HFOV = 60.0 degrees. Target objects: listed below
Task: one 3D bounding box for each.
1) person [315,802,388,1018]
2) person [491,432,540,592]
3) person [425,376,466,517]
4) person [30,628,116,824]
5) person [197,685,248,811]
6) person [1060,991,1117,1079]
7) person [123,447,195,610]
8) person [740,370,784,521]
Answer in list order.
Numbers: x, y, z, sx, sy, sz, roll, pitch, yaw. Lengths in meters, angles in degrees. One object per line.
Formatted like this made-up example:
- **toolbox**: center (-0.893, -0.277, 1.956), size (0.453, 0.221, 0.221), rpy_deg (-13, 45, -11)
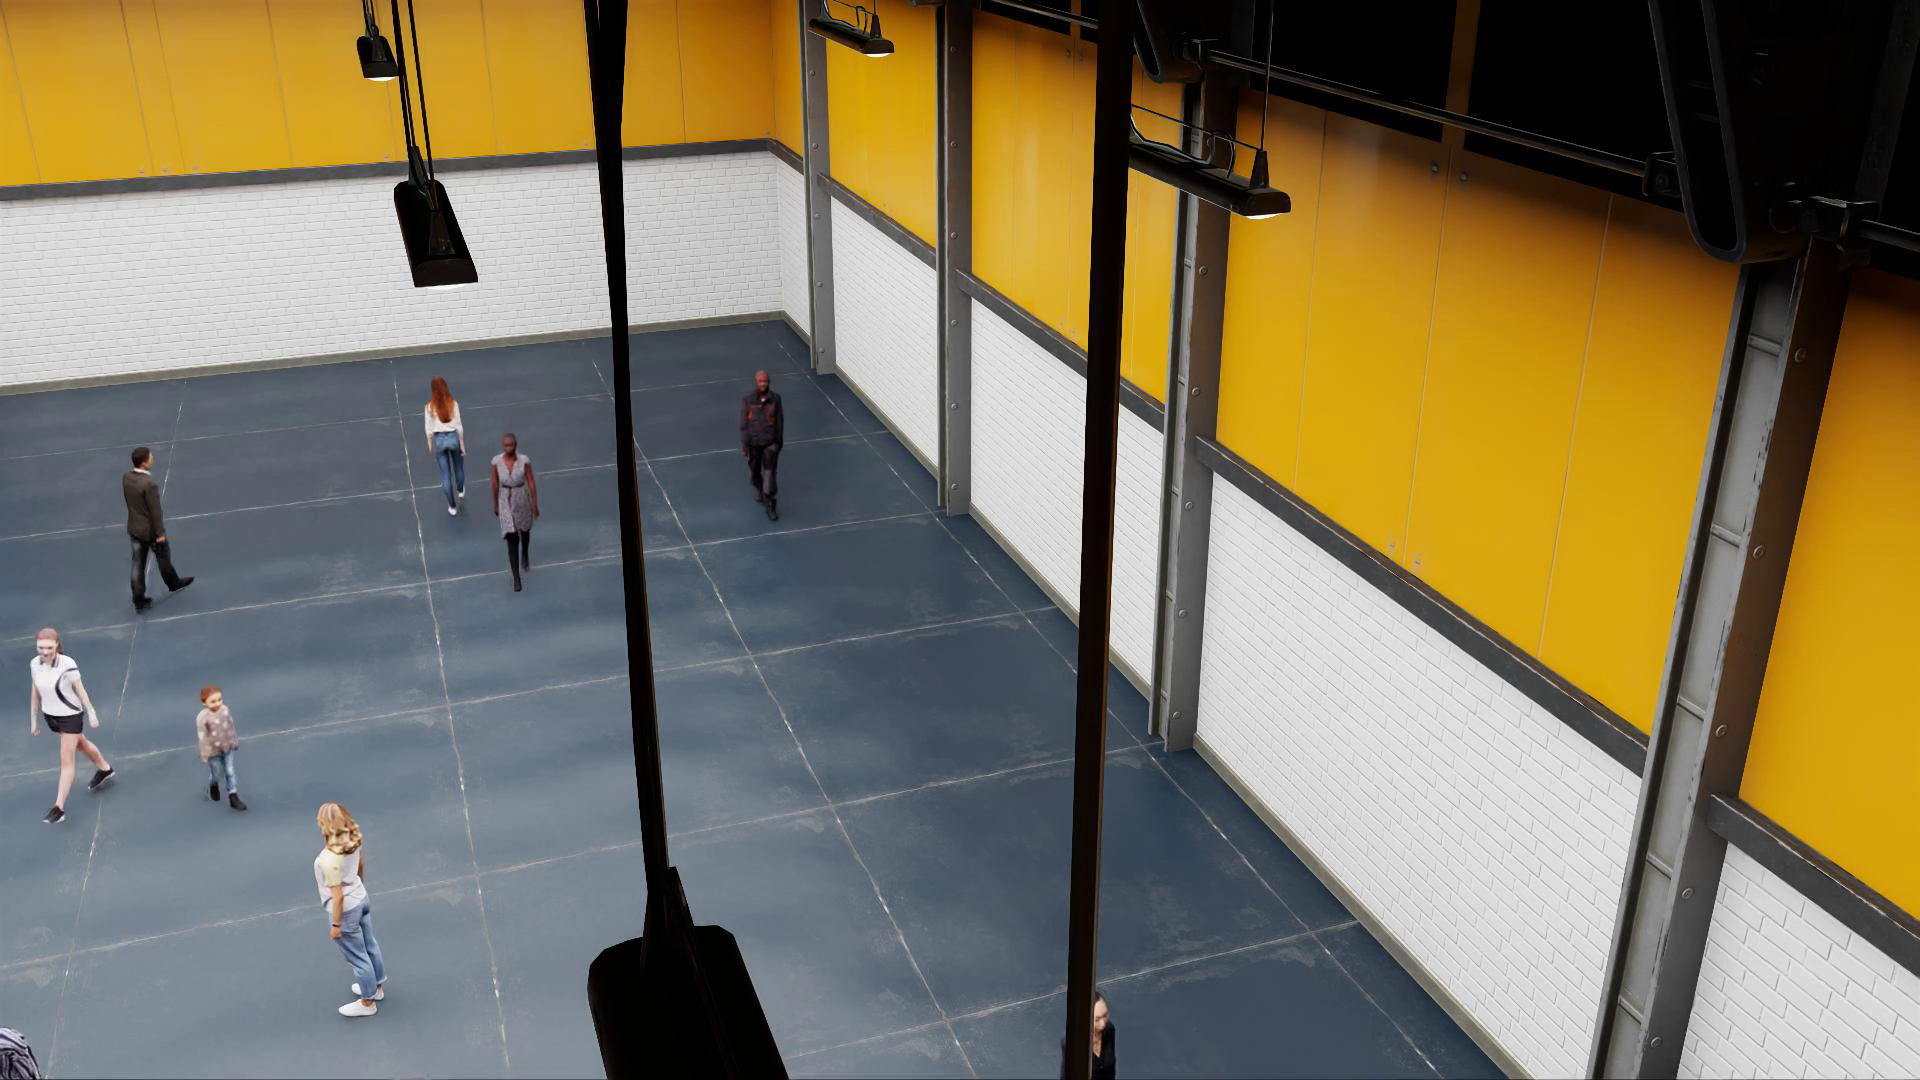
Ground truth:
- **person**: center (-4.305, 2.597, 11.739), size (0.764, 1.723, 0.626), rpy_deg (2, 24, 4)
- **person**: center (-4.930, -0.369, 18.523), size (0.732, 1.723, 1.208), rpy_deg (-5, 24, -12)
- **person**: center (-6.244, -1.123, 20.283), size (0.582, 1.696, 1.007), rpy_deg (-8, 25, -17)
- **person**: center (-7.617, 1.504, 14.283), size (1.036, 1.689, 1.248), rpy_deg (6, 24, 13)
- **person**: center (-6.397, 1.771, 14.299), size (0.746, 1.186, 0.656), rpy_deg (18, 29, 35)
- **person**: center (0.761, 3.399, 9.918), size (0.628, 1.712, 0.593), rpy_deg (-18, 29, -35)
- **person**: center (-8.792, -0.089, 17.842), size (1.124, 1.757, 1.189), rpy_deg (9, 25, 19)
- **person**: center (-2.437, -1.225, 20.388), size (0.885, 1.800, 1.254), rpy_deg (-2, 24, -5)
